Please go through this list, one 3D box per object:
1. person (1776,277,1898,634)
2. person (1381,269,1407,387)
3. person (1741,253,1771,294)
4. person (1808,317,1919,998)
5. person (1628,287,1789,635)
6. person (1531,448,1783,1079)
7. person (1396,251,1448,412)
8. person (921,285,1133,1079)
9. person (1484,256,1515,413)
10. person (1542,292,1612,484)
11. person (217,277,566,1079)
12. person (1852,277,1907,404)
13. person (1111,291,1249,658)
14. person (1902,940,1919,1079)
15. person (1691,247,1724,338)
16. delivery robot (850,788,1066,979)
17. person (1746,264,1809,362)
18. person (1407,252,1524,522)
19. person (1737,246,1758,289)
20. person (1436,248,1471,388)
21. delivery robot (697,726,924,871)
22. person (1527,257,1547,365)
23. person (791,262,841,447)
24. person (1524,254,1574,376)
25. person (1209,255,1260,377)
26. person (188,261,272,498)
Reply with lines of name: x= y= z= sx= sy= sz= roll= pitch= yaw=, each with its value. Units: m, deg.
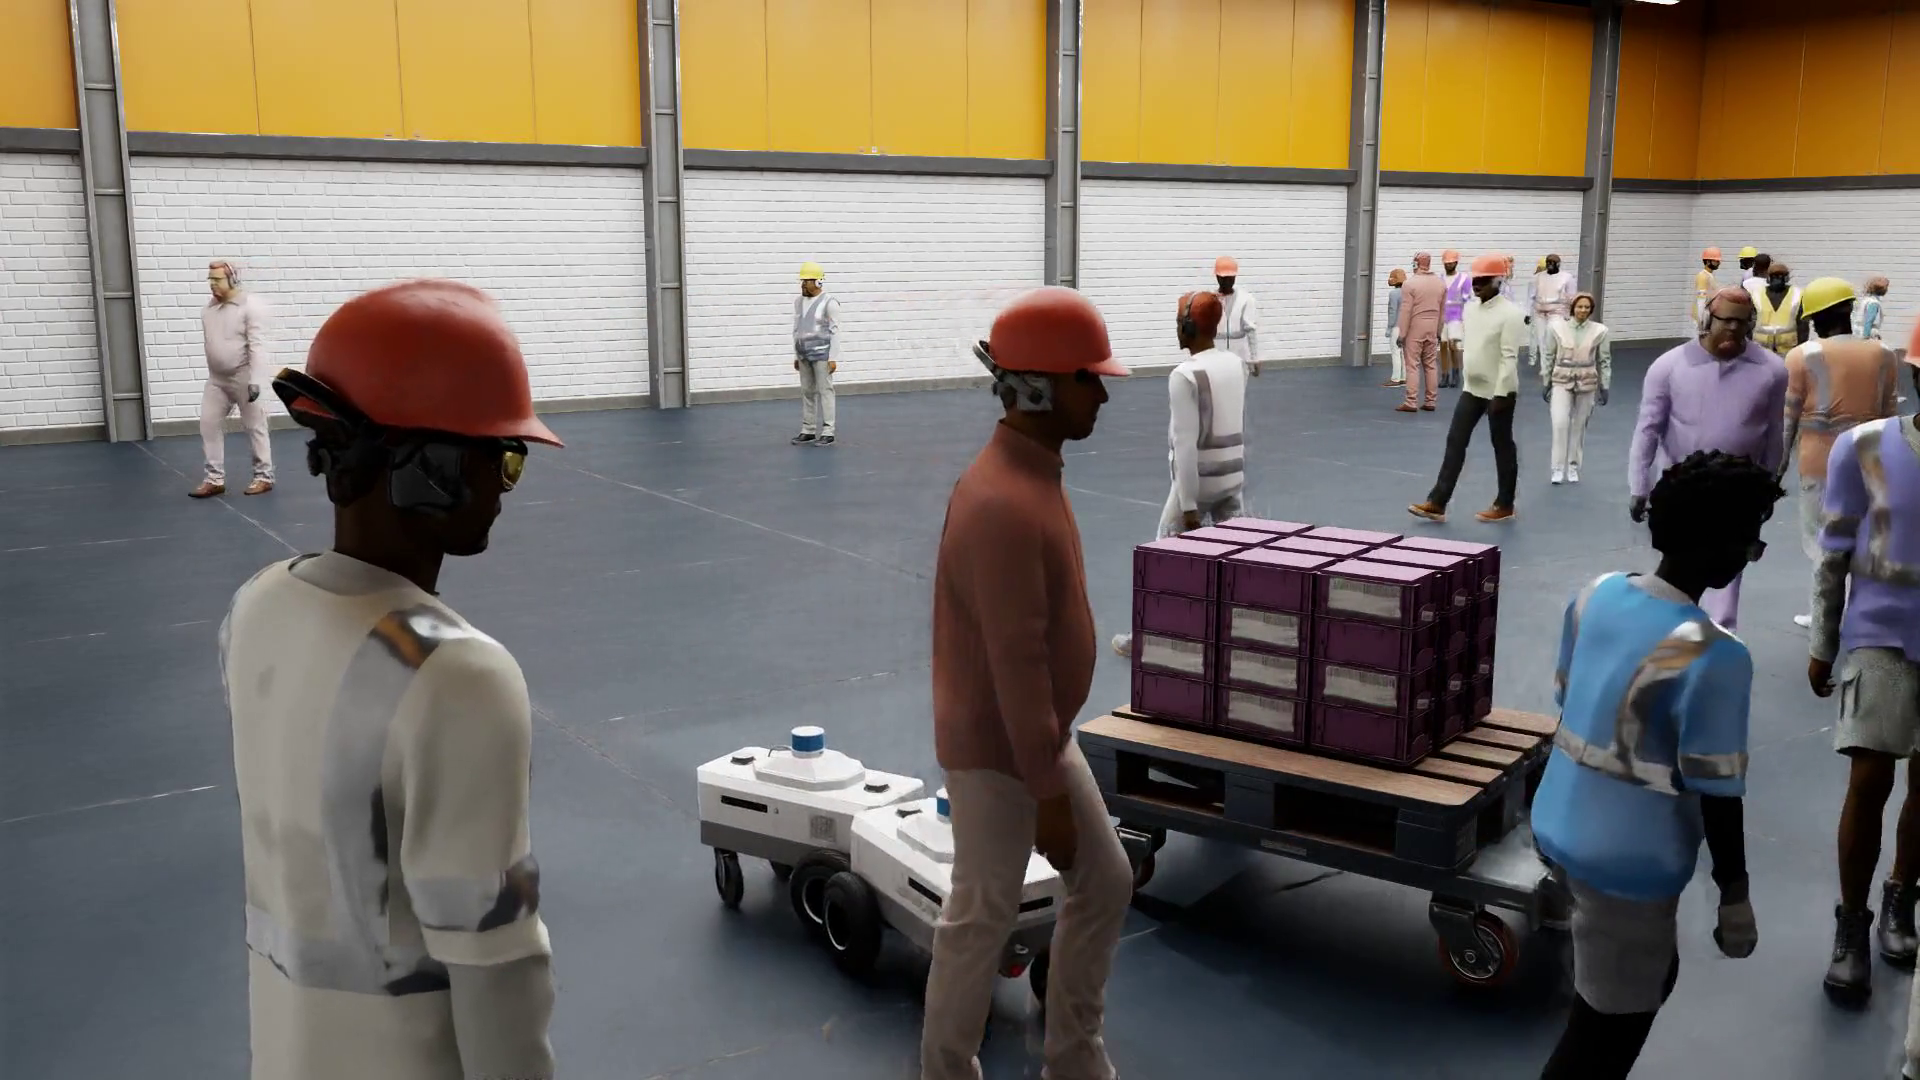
person: x=4.478 y=-0.383 z=8.422 sx=0.591 sy=1.882 sz=0.747 roll=-2 pitch=11 yaw=-12
person: x=6.074 y=-2.944 z=23.125 sx=0.279 sy=1.634 sz=0.497 roll=9 pitch=14 yaw=41
person: x=10.281 y=-2.733 z=21.328 sx=0.605 sy=1.879 sz=0.971 roll=-2 pitch=11 yaw=-12
person: x=2.642 y=0.309 z=4.533 sx=0.564 sy=1.905 sz=0.776 roll=4 pitch=11 yaw=21
person: x=3.518 y=-0.261 z=7.849 sx=0.677 sy=1.836 sz=1.042 roll=3 pitch=11 yaw=17
person: x=1.385 y=0.644 z=3.353 sx=0.524 sy=1.661 sz=0.550 roll=-1 pitch=10 yaw=-4
person: x=5.466 y=-2.475 z=19.813 sx=0.652 sy=1.904 sz=0.403 roll=-5 pitch=11 yaw=-24
person: x=0.227 y=0.444 z=3.620 sx=0.725 sy=1.967 sz=0.656 roll=2 pitch=10 yaw=9
person: x=6.363 y=-2.424 z=19.686 sx=0.389 sy=1.849 sz=0.567 roll=7 pitch=13 yaw=35
person: x=5.159 y=-1.259 z=13.920 sx=0.536 sy=1.605 sz=0.756 roll=3 pitch=11 yaw=18
person: x=-0.676 y=0.690 z=2.131 sx=0.410 sy=2.032 sz=0.609 roll=-10 pitch=14 yaw=-44
person: x=11.156 y=-2.434 z=20.435 sx=0.899 sy=1.580 sz=0.527 roll=3 pitch=11 yaw=14
person: x=1.170 y=-0.255 z=7.873 sx=0.571 sy=1.837 sz=1.007 roll=-9 pitch=14 yaw=-41
person: x=2.543 y=0.499 z=3.773 sx=0.672 sy=1.800 sz=0.600 roll=0 pitch=10 yaw=0
person: x=10.523 y=-3.156 z=23.457 sx=0.376 sy=1.935 sz=0.550 roll=7 pitch=12 yaw=33
delivery robot: x=-0.013 y=0.928 z=4.604 sx=0.477 sy=0.478 sz=0.707 roll=-6 pitch=12 yaw=-31
person: x=8.781 y=-2.067 z=17.926 sx=0.628 sy=1.796 sz=0.966 roll=5 pitch=12 yaw=27
person: x=3.685 y=-1.074 z=11.973 sx=0.933 sy=1.955 sz=0.653 roll=-4 pitch=11 yaw=-23
person: x=12.064 y=-3.532 z=25.545 sx=0.369 sy=1.928 sz=0.586 roll=7 pitch=12 yaw=33
person: x=6.699 y=-3.035 z=22.848 sx=0.542 sy=1.917 sz=0.482 roll=7 pitch=13 yaw=35
delivery robot: x=-0.472 y=0.824 z=5.176 sx=0.707 sy=0.478 sz=0.477 roll=6 pitch=12 yaw=31
person: x=9.452 y=-3.708 z=27.013 sx=0.485 sy=1.745 sz=0.296 roll=3 pitch=11 yaw=16
person: x=-1.451 y=-1.845 z=16.559 sx=0.594 sy=1.832 sz=0.403 roll=9 pitch=14 yaw=41
person: x=8.774 y=-3.353 z=24.858 sx=0.631 sy=1.824 sz=0.570 roll=9 pitch=13 yaw=39
person: x=2.489 y=-1.693 z=15.525 sx=0.571 sy=1.905 sz=0.768 roll=0 pitch=10 yaw=-1
person: x=-5.841 y=-1.266 z=13.252 sx=0.660 sy=1.881 sz=0.775 roll=3 pitch=11 yaw=17
